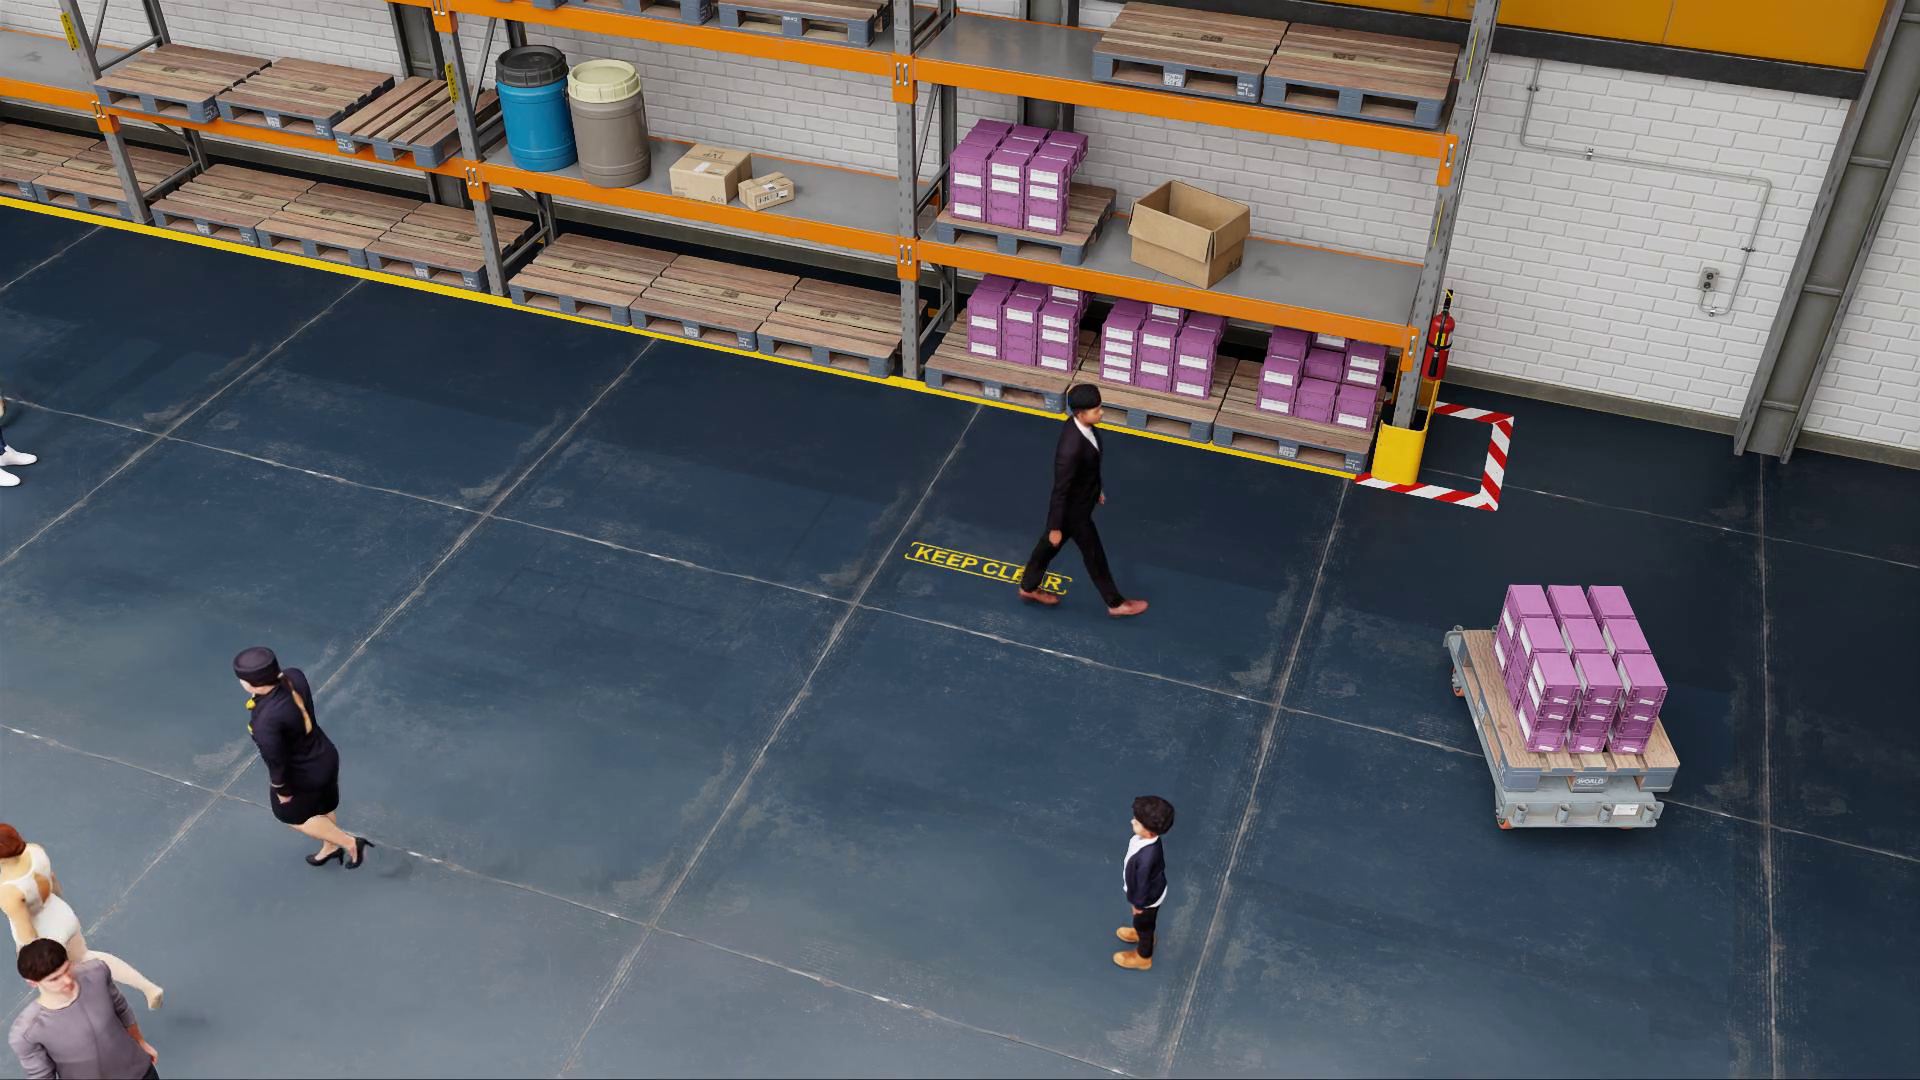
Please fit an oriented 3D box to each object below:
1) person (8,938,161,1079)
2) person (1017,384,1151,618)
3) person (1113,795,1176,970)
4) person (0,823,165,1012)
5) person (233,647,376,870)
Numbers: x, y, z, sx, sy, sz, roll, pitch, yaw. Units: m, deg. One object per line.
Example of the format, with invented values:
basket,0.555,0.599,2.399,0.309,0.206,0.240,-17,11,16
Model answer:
person,-3.950,2.475,7.666,0.548,1.853,0.681,15,41,18
person,0.671,-0.247,11.093,1.198,1.830,0.822,8,39,10
person,1.004,1.836,8.970,0.510,1.224,0.531,6,39,8
person,-4.548,1.995,8.448,0.956,1.628,0.741,0,39,0
person,-3.625,1.274,9.323,0.824,1.663,0.808,2,39,3
